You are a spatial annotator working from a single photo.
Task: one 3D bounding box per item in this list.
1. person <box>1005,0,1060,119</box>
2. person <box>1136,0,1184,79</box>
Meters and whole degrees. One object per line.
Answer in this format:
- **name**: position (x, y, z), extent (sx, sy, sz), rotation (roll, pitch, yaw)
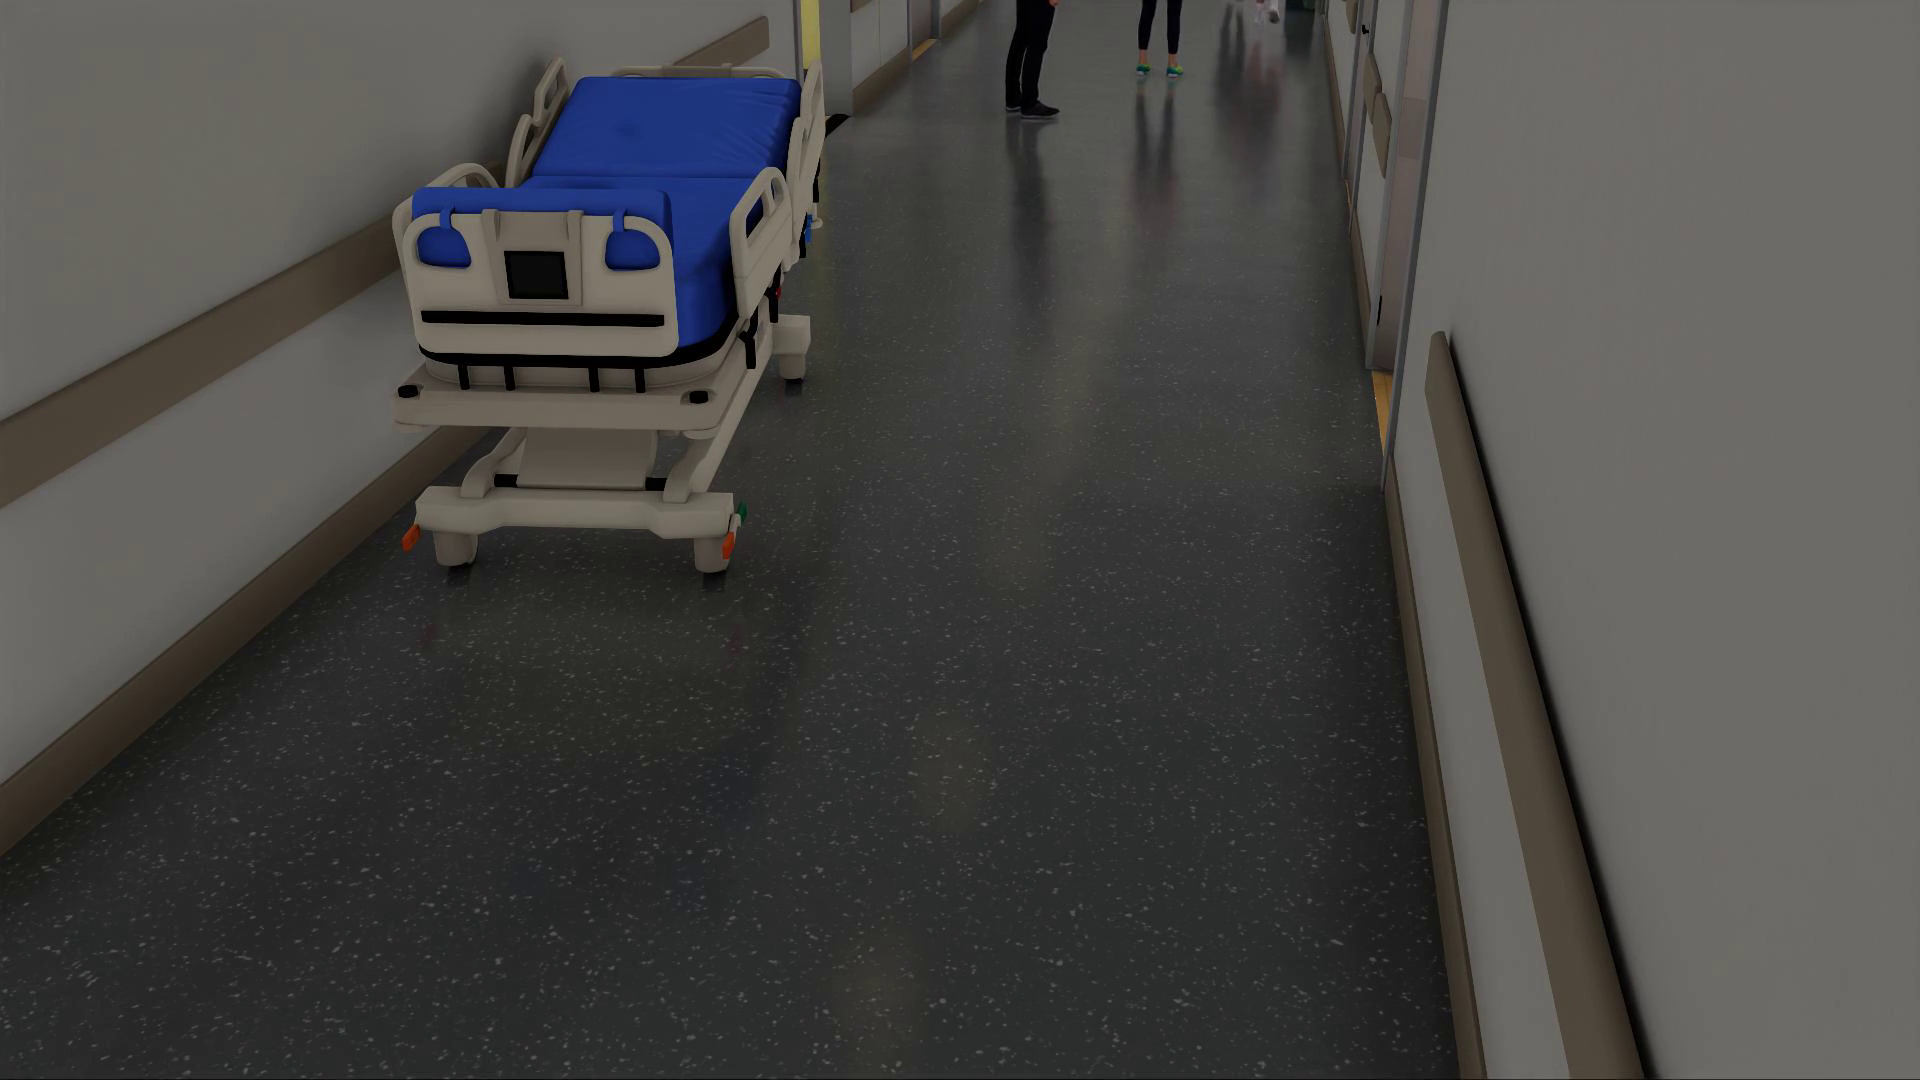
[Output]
- **person**: position (0.516, -3.968, 11.817), extent (0.737, 1.837, 0.738), rotation (-10, 27, -20)
- **person**: position (1.627, -4.582, 13.248), extent (0.565, 1.698, 0.699), rotation (11, 28, 21)
